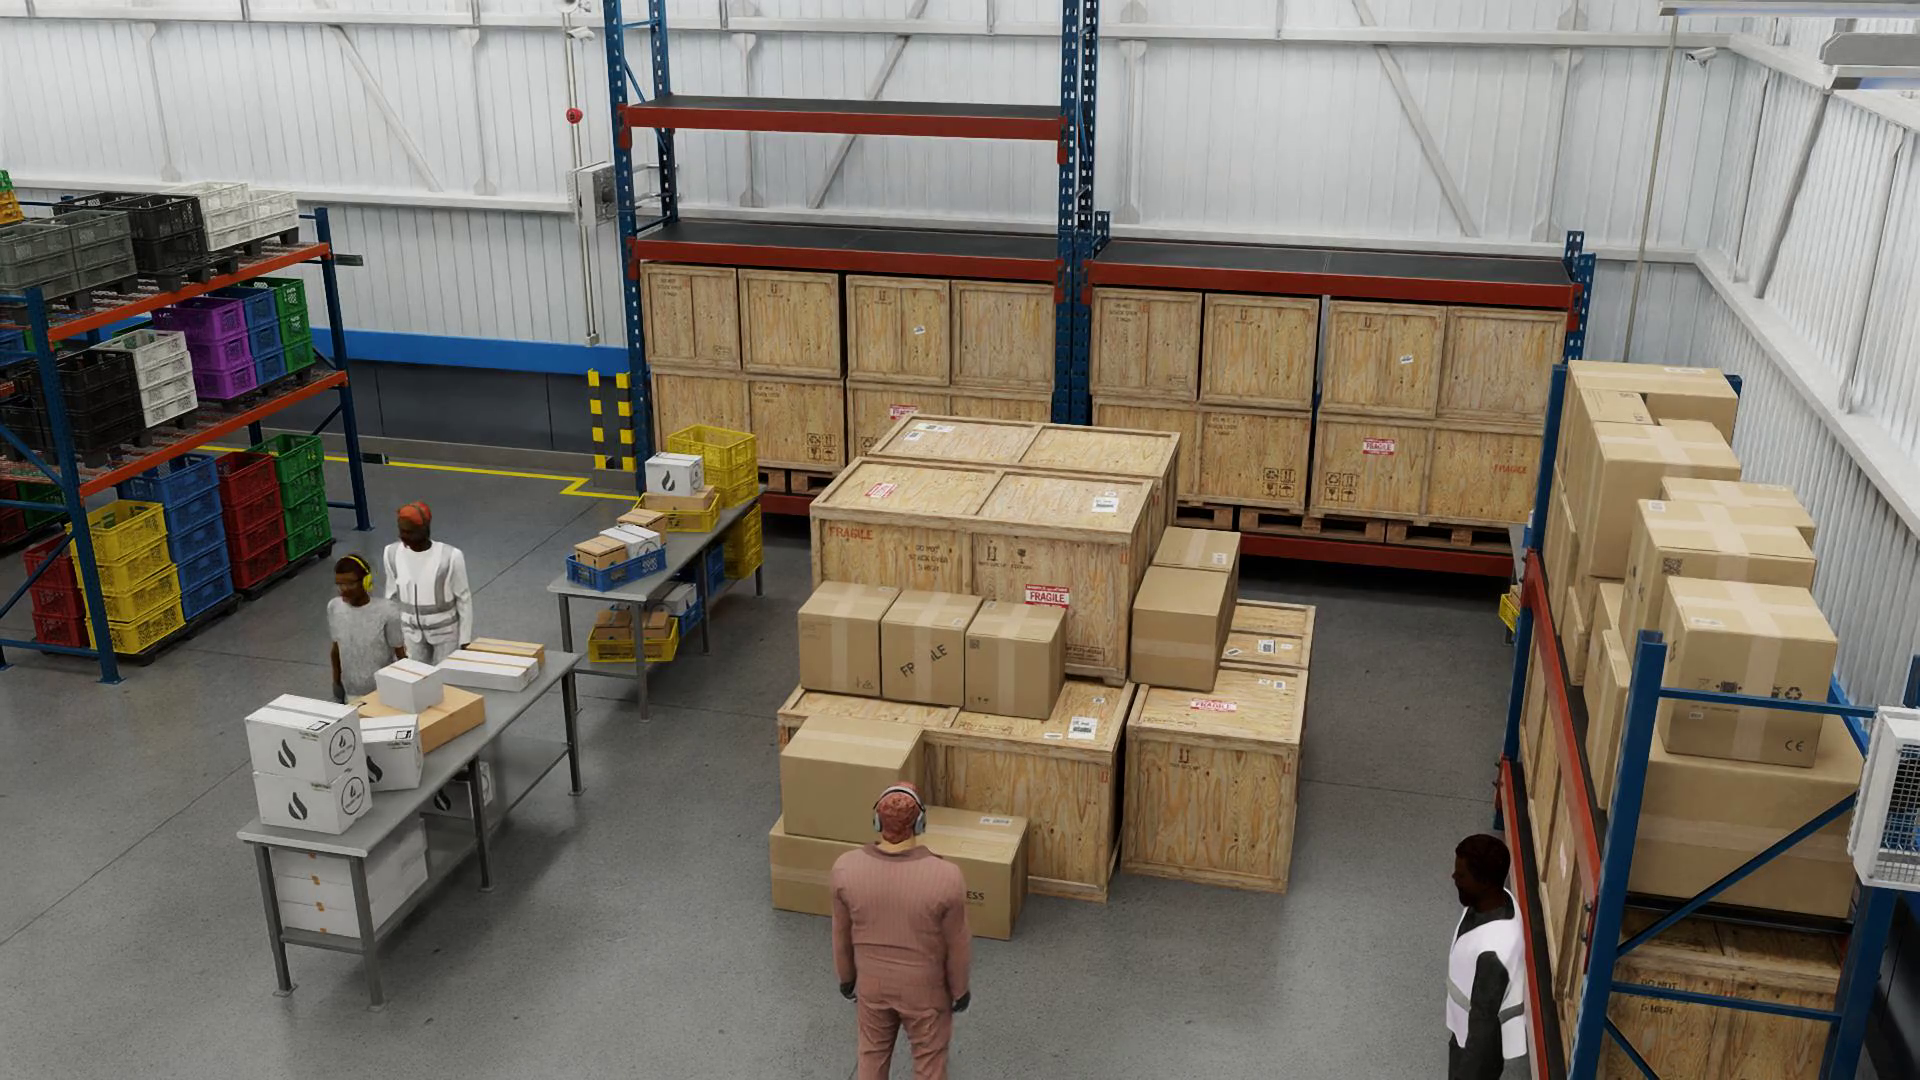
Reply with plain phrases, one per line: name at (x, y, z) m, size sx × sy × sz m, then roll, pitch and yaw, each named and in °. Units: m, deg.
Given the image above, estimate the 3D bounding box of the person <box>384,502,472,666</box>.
person at (-3.535, 0.630, 11.120) m, size 0.575 × 1.881 × 0.356 m, roll 3°, pitch 21°, yaw 9°

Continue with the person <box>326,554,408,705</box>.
person at (-3.627, 0.960, 10.320) m, size 0.576 × 1.877 × 0.435 m, roll 4°, pitch 21°, yaw 10°

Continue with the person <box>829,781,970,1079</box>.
person at (-0.259, 1.974, 7.588) m, size 0.644 × 1.900 × 0.402 m, roll 6°, pitch 22°, yaw 16°

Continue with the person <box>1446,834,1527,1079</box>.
person at (2.222, 2.130, 7.168) m, size 0.414 × 1.906 × 0.598 m, roll 6°, pitch 22°, yaw 14°
